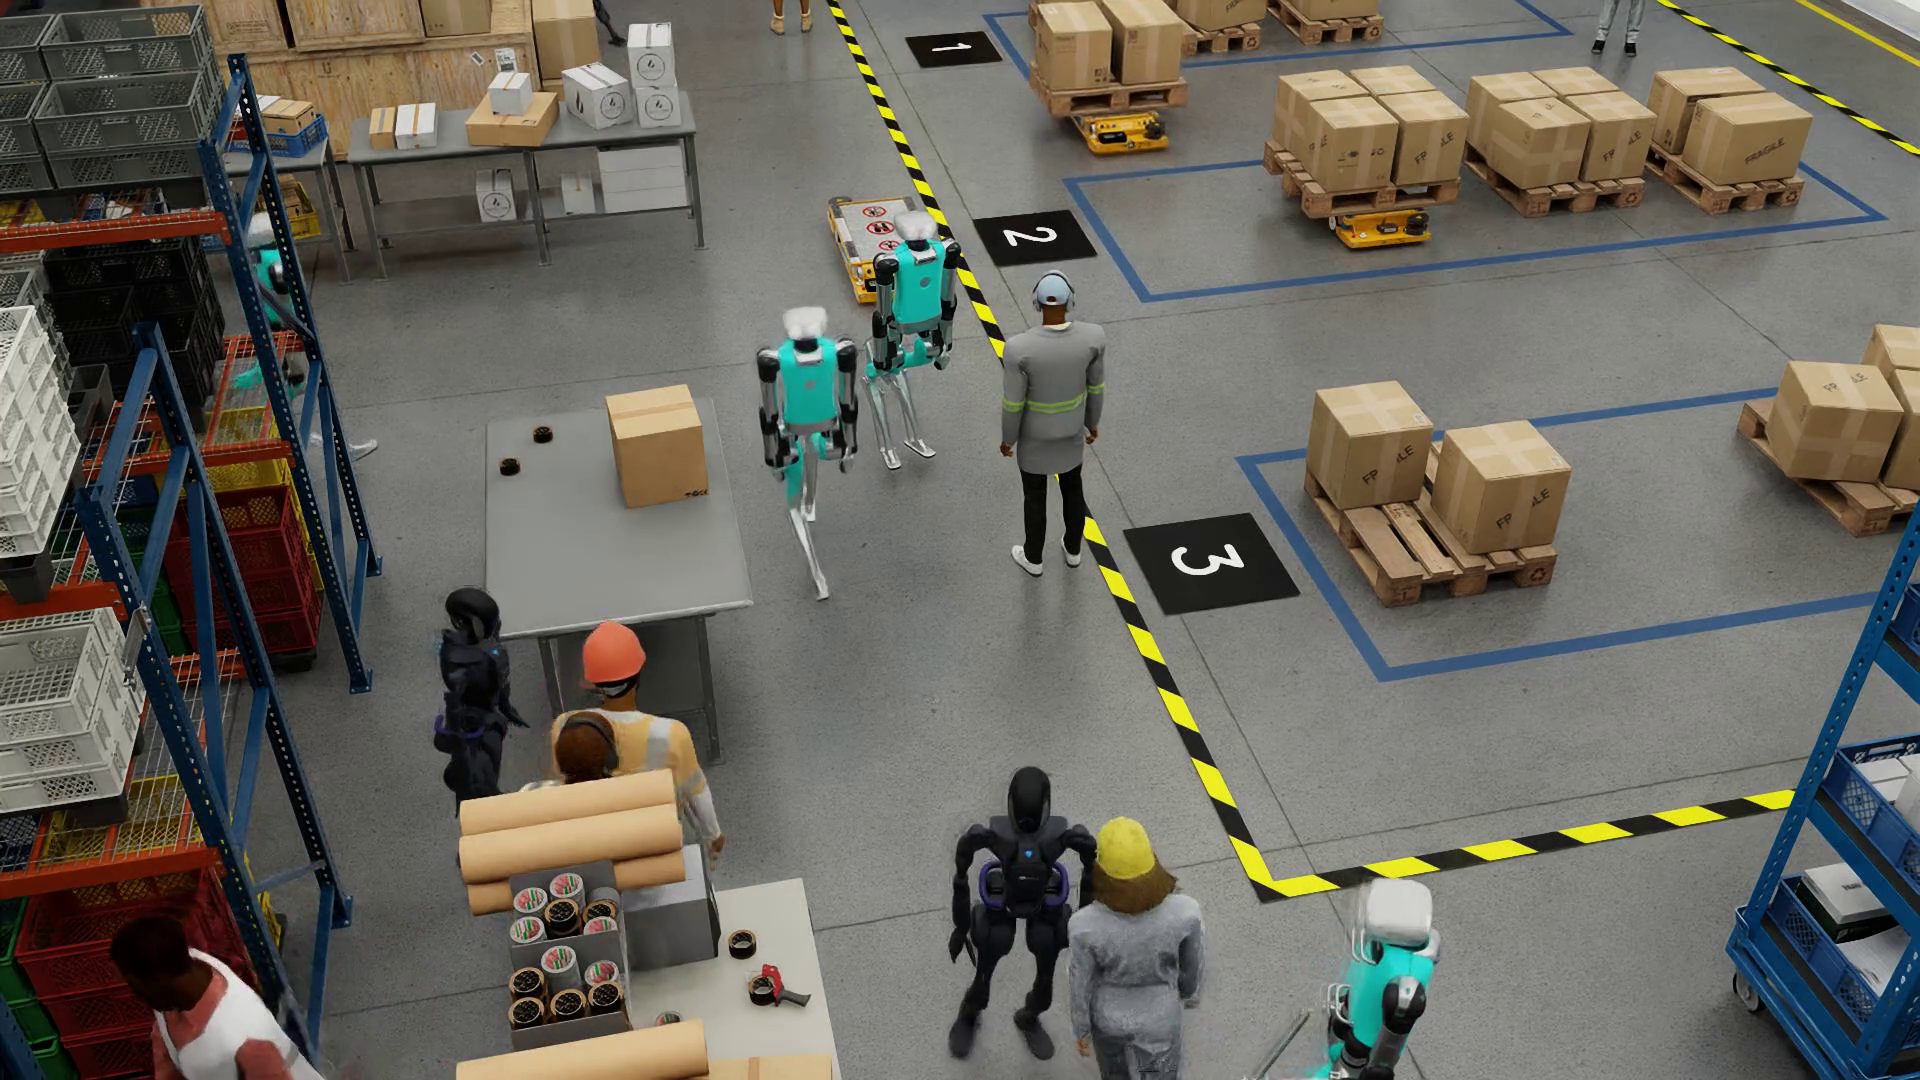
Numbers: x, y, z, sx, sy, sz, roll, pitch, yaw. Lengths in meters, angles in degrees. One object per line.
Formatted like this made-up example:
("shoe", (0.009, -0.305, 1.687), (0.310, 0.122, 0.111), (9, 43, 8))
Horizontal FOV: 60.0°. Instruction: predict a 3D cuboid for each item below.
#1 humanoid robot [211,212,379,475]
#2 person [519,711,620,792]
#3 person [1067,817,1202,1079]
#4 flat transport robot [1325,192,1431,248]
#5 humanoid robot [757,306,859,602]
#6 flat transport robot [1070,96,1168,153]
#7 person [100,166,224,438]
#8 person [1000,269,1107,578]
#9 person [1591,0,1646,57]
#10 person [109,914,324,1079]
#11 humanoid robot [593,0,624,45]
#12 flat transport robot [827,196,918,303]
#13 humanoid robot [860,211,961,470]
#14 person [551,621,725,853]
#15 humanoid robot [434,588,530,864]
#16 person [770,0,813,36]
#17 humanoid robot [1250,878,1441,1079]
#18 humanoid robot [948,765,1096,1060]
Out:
("humanoid robot", (-4.070, -1.057, 9.737), (1.010, 1.740, 0.554), (-17, 40, -21))
("person", (-1.321, 1.425, 6.346), (0.654, 1.811, 0.459), (5, 37, 7))
("person", (0.625, 1.724, 6.032), (0.508, 1.697, 0.810), (1, 37, 1))
("flat transport robot", (3.134, -2.740, 13.213), (0.652, 0.197, 1.431), (-8, 37, -10))
("humanoid robot", (-0.868, -0.619, 9.224), (0.531, 1.774, 1.065), (-9, 38, -11))
("flat transport robot", (1.296, -3.800, 14.638), (0.652, 0.197, 1.431), (-8, 37, -10))
("person", (-4.941, -1.473, 10.226), (0.506, 1.837, 0.333), (26, 44, 31))
("person", (0.488, -0.632, 9.077), (0.593, 1.849, 0.391), (-11, 38, -14))
("person", (6.352, -5.471, 15.592), (0.590, 1.837, 0.404), (10, 38, 13))
("person", (-2.432, 1.945, 5.618), (0.612, 1.846, 1.003), (30, 46, 34))
("humanoid robot", (-3.595, -5.600, 15.954), (0.801, 1.631, 0.588), (21, 41, 26))
("flat transport robot", (-0.570, -2.220, 12.538), (0.659, 0.231, 1.431), (-8, 37, -10))
("humanoid robot", (-0.363, -1.244, 9.883), (0.533, 1.677, 0.735), (-18, 40, -23))
("person", (-1.277, 1.132, 6.675), (0.600, 1.873, 0.915), (7, 37, 10))
("humanoid robot", (-2.117, 0.864, 7.230), (0.454, 1.639, 0.610), (4, 37, 5))
("person", (-1.691, -5.906, 16.008), (0.614, 2.040, 0.379), (-8, 37, -11))
("humanoid robot", (1.136, 1.835, 5.897), (1.007, 1.778, 0.530), (6, 37, 8))
("humanoid robot", (0.243, 1.446, 6.438), (0.605, 1.642, 0.385), (-1, 37, -1))
